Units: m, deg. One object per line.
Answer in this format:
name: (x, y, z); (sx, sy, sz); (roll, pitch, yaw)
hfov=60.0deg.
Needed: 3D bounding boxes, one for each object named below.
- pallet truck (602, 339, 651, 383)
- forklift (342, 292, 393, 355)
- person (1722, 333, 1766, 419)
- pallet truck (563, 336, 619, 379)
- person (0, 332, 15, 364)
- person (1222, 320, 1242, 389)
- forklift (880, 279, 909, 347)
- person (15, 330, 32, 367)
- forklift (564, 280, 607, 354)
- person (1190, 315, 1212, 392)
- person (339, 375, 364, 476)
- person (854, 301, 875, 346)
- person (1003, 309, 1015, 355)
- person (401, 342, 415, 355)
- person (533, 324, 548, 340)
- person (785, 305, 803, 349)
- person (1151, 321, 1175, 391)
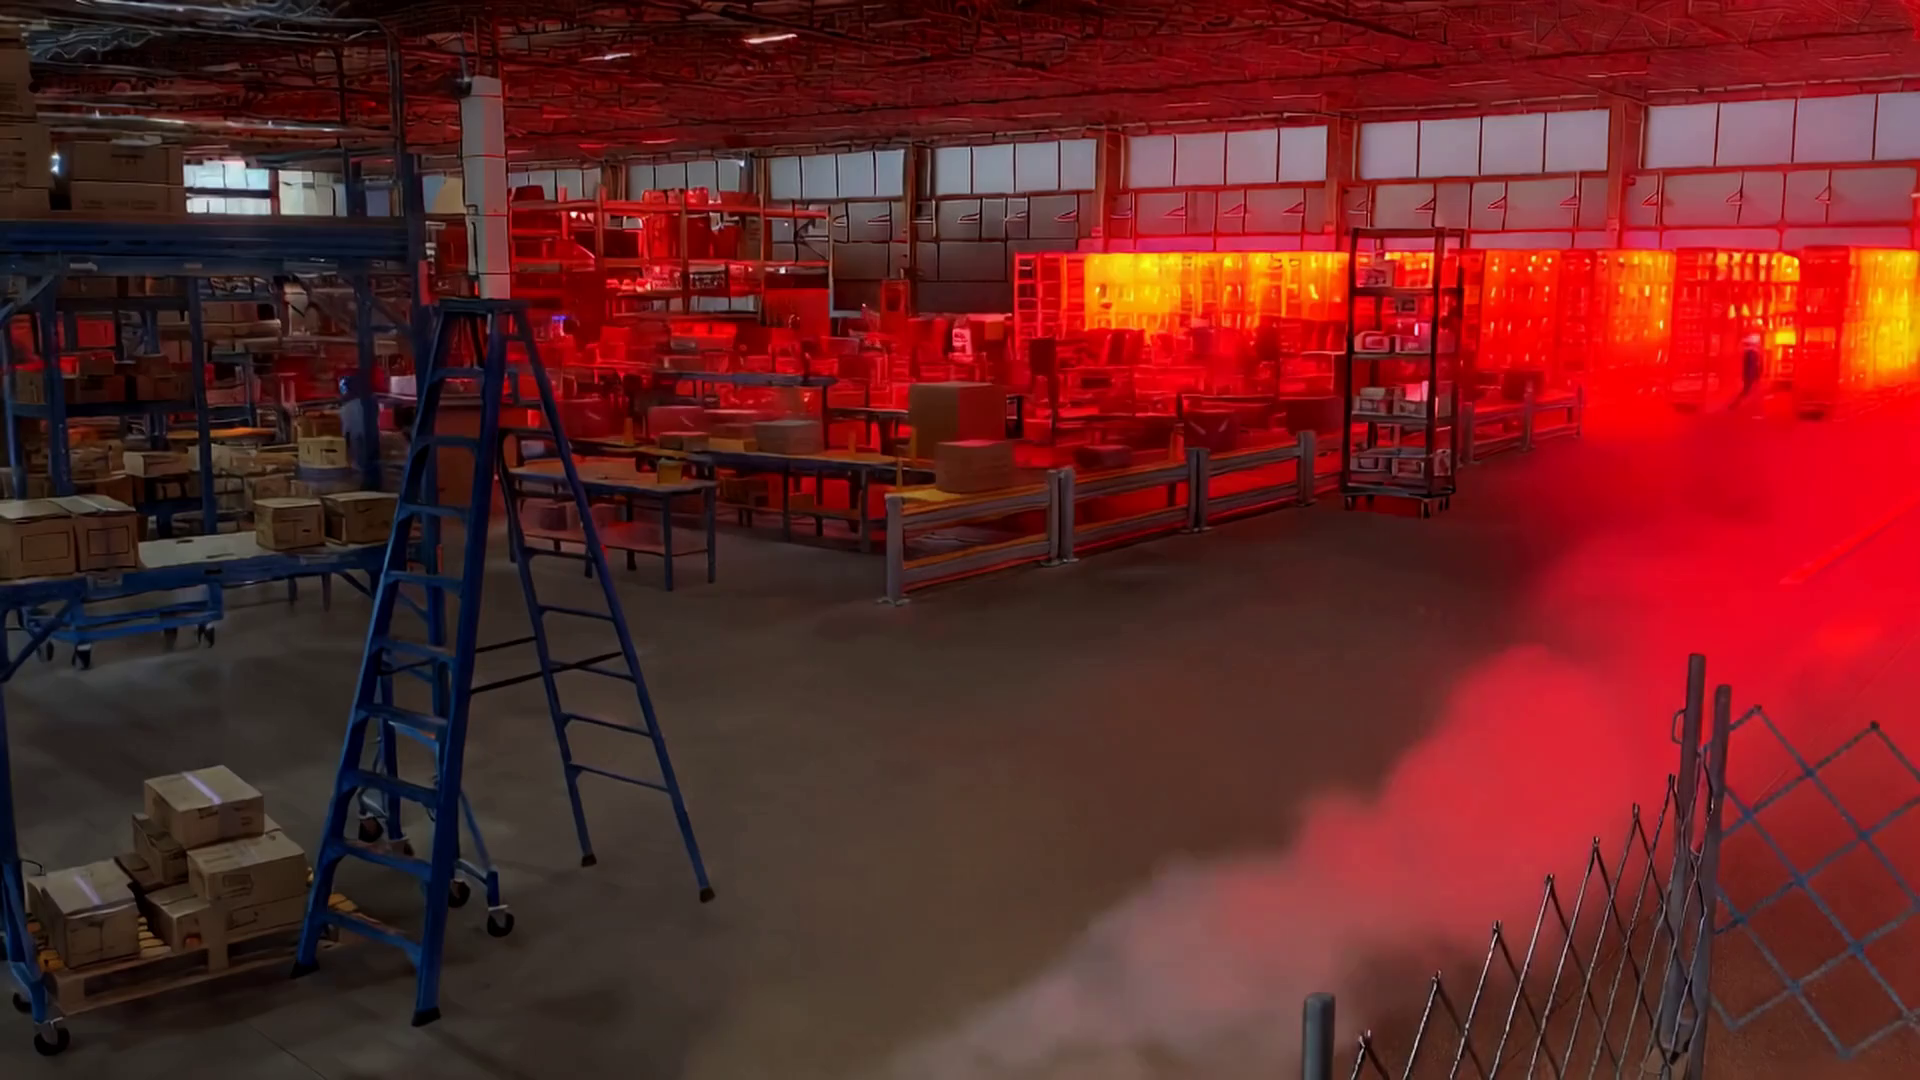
pallet truck: (-8.991, -4.871, 45.351); (0.653, 1.274, 1.630); (7, 11, 37)
forklift: (-16.485, -5.622, 45.120); (1.129, 2.768, 1.873); (7, 11, 37)
person: (16.405, -3.416, 34.669); (0.775, 1.812, 0.580); (6, 11, 33)
pallet truck: (-10.690, -5.294, 48.215); (1.601, 1.201, 0.680); (-5, 10, -26)
person: (-24.601, -4.680, 42.468); (0.987, 1.845, 0.724); (6, 11, 35)
person: (7.088, -4.856, 43.616); (0.552, 1.826, 0.587); (-9, 12, -43)
forklift: (-2.724, -9.326, 68.236); (1.129, 2.768, 1.873); (-1, 9, -6)
person: (-23.979, -4.578, 42.646); (0.857, 1.582, 0.517); (4, 10, 22)
forklift: (-11.555, -6.759, 52.214); (1.129, 2.768, 1.873); (-9, 12, -43)
person: (6.170, -4.757, 42.532); (0.626, 1.986, 0.425); (7, 12, 39)
person: (-7.037, -1.014, 19.565); (0.675, 1.854, 0.526); (4, 10, 24)
person: (-3.995, -9.081, 69.827); (1.007, 1.888, 0.568); (5, 11, 31)
person: (1.824, -7.740, 61.913); (0.485, 1.735, 0.343); (-1, 9, -7)
person: (-14.954, -5.060, 44.996); (0.604, 1.780, 0.918); (6, 11, 34)
person: (-11.149, -4.859, 44.040); (0.535, 1.697, 0.318); (-3, 10, -18)
person: (-5.768, -7.173, 57.734); (0.611, 1.932, 0.599); (2, 9, 11)
person: (4.901, -4.303, 39.933); (0.643, 1.905, 0.400); (-5, 11, -30)
